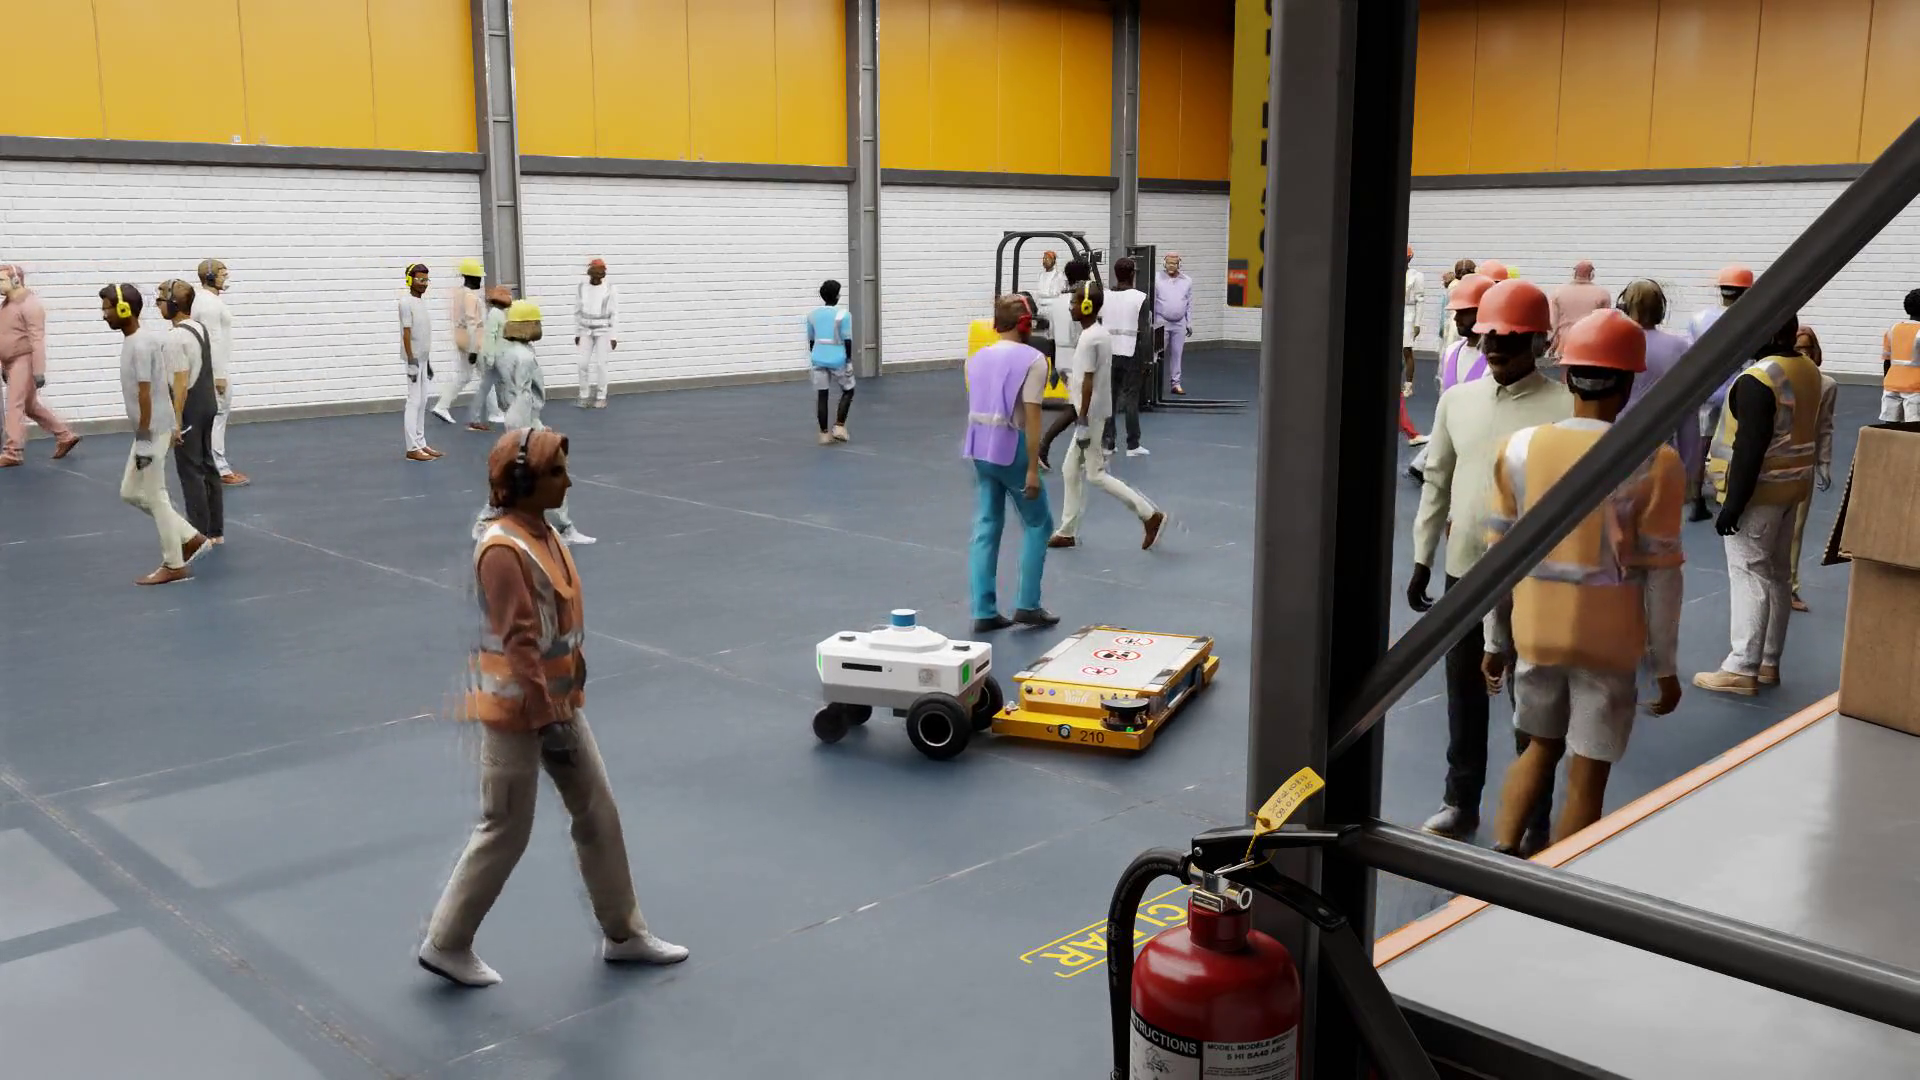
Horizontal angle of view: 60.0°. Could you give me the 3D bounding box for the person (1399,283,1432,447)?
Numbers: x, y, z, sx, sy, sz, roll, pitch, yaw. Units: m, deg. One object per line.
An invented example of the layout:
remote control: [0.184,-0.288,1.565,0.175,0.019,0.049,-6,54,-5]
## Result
person: [4.376,-1.788,16.746,0.879,1.722,0.540,2,11,12]

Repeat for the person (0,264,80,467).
person: [-8.735,-1.638,15.536,0.659,1.876,0.903,9,13,39]

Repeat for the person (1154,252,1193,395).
person: [2.823,-2.887,22.264,0.642,1.905,0.399,-3,11,-13]

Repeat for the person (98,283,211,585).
person: [-4.953,-0.642,10.181,0.429,1.847,0.557,-6,12,-32]

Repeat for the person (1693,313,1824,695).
person: [3.723,-0.198,7.776,0.622,1.843,0.429,-9,14,-41]

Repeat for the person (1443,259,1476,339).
person: [6.087,-2.476,20.192,0.429,1.841,0.633,5,11,25]

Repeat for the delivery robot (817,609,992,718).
delivery robot: [-0.239,0.536,7.021,0.707,0.478,0.477,4,11,19]

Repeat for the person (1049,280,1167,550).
person: [0.953,-0.822,11.203,0.849,1.843,0.524,2,11,10]

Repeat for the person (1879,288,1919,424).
person: [7.945,-1.255,13.922,0.322,1.697,0.532,-3,11,-16]

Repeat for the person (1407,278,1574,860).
person: [1.868,0.098,5.767,0.411,1.986,0.624,-9,14,-41]

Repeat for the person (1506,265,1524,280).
person: [4.681,-1.447,14.502,1.007,1.882,0.603,-1,10,-6]

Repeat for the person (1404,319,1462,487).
person: [4.206,-1.305,13.972,0.886,1.794,0.597,2,11,10]

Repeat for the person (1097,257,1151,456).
person: [1.573,-1.769,16.126,0.589,1.919,0.393,6,12,29]

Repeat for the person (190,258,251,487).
person: [-6.355,-1.428,14.209,0.378,1.940,0.629,-5,12,-28]

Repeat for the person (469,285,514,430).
person: [-5.030,-1.990,18.201,0.796,1.585,0.520,-2,11,-13]

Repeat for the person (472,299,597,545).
person: [-2.970,-0.791,11.373,0.807,1.710,0.498,-5,11,-24]

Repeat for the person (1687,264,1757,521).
person: [5.787,-1.103,12.525,0.848,1.909,0.556,-10,14,-43]

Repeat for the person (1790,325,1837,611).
person: [4.688,-0.404,9.459,0.507,1.630,0.268,1,10,6]

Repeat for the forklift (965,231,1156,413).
forklift: [1.222,-2.721,20.561,2.313,2.155,1.214,2,11,13]

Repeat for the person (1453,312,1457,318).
person: [5.342,-1.853,17.360,0.504,1.632,0.269,-3,11,-15]

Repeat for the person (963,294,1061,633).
person: [0.301,-0.409,8.987,0.635,1.814,0.595,-10,14,-44]

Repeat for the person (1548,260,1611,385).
person: [6.962,-2.208,18.702,0.660,1.862,0.988,6,12,28]

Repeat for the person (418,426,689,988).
person: [-1.201,0.479,4.702,0.733,1.608,0.515,1,10,5]

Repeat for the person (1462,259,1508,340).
person: [4.205,-1.256,13.270,0.543,1.939,0.360,-3,11,-16]

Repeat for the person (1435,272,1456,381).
person: [7.115,-3.096,24.237,0.411,1.604,0.557,9,14,41]

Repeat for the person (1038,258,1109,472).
person: [0.991,-1.583,15.084,0.910,1.935,0.607,-5,12,-27]

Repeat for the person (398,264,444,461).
person: [-5.152,-1.691,15.855,0.332,1.865,0.520,0,10,2]

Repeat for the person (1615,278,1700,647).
person: [3.368,-0.353,8.420,0.644,1.921,0.435,-2,11,-11]

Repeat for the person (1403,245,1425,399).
person: [5.761,-2.870,21.791,0.392,2.041,0.615,-8,13,-38]

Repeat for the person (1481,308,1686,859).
person: [1.822,0.290,4.876,0.417,1.921,0.557,-10,14,-43]

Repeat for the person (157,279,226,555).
person: [-5.176,-0.818,11.143,0.357,1.842,0.526,-1,10,-3]

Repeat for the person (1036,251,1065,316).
person: [1.396,-3.589,26.146,0.354,1.884,0.576,-9,14,-40]

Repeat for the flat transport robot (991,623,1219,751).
flat transport robot: [0.695,0.632,7.528,0.652,0.197,1.431,4,11,21]

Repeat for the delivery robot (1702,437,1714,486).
delivery robot: [6.055,-0.659,13.515,0.477,0.478,0.707,6,11,27]

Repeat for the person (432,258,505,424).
person: [-5.538,-2.241,18.818,0.844,1.884,0.609,-7,12,-33]

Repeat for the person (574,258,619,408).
person: [-4.468,-2.536,20.502,0.619,1.846,0.491,2,11,11]

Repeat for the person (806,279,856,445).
person: [-1.292,-1.808,16.957,0.556,1.678,0.456,5,11,25]

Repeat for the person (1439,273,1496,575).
person: [2.632,-0.394,8.575,0.379,1.938,0.547,-5,12,-26]
